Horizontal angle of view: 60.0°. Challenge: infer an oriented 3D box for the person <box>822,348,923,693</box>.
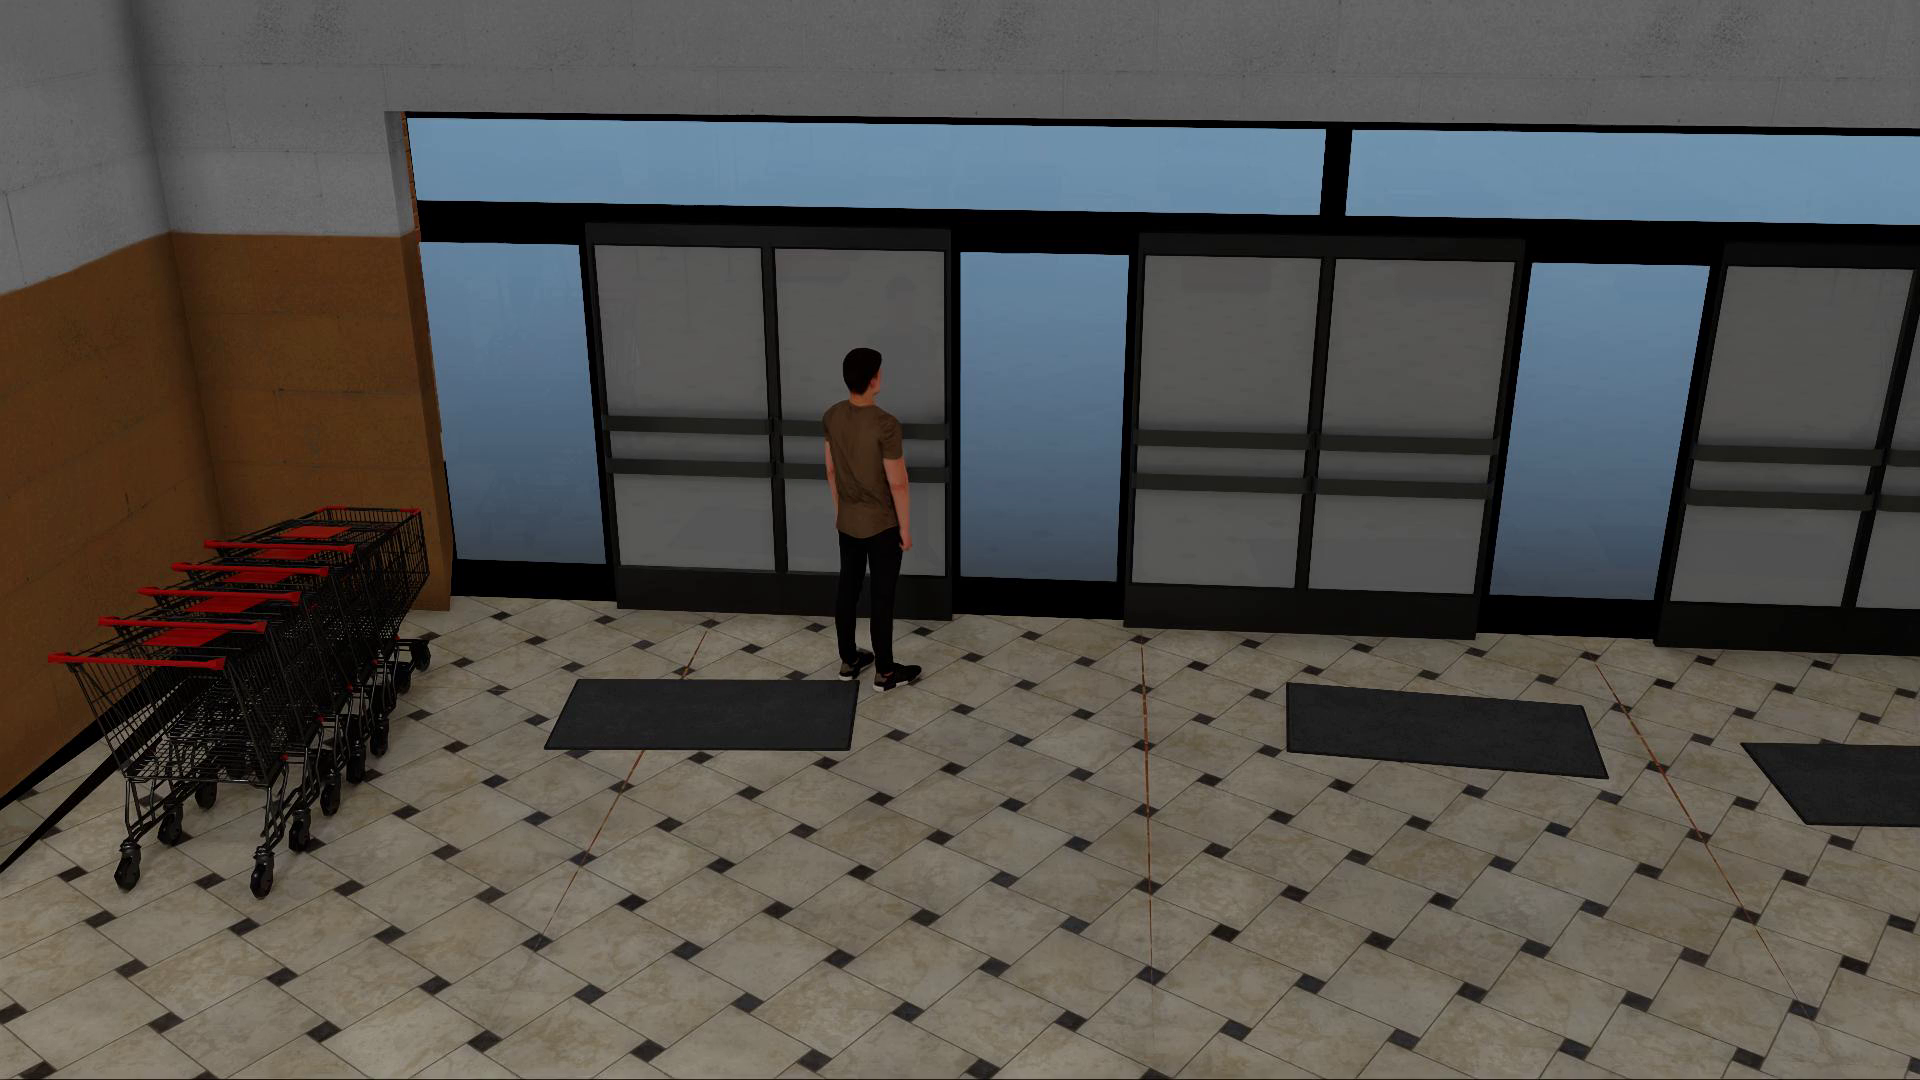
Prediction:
[{"bbox_3d":[-0.487,-0.107,8.697,0.750,1.852,0.753,15,26,33],"label":"person"}]
